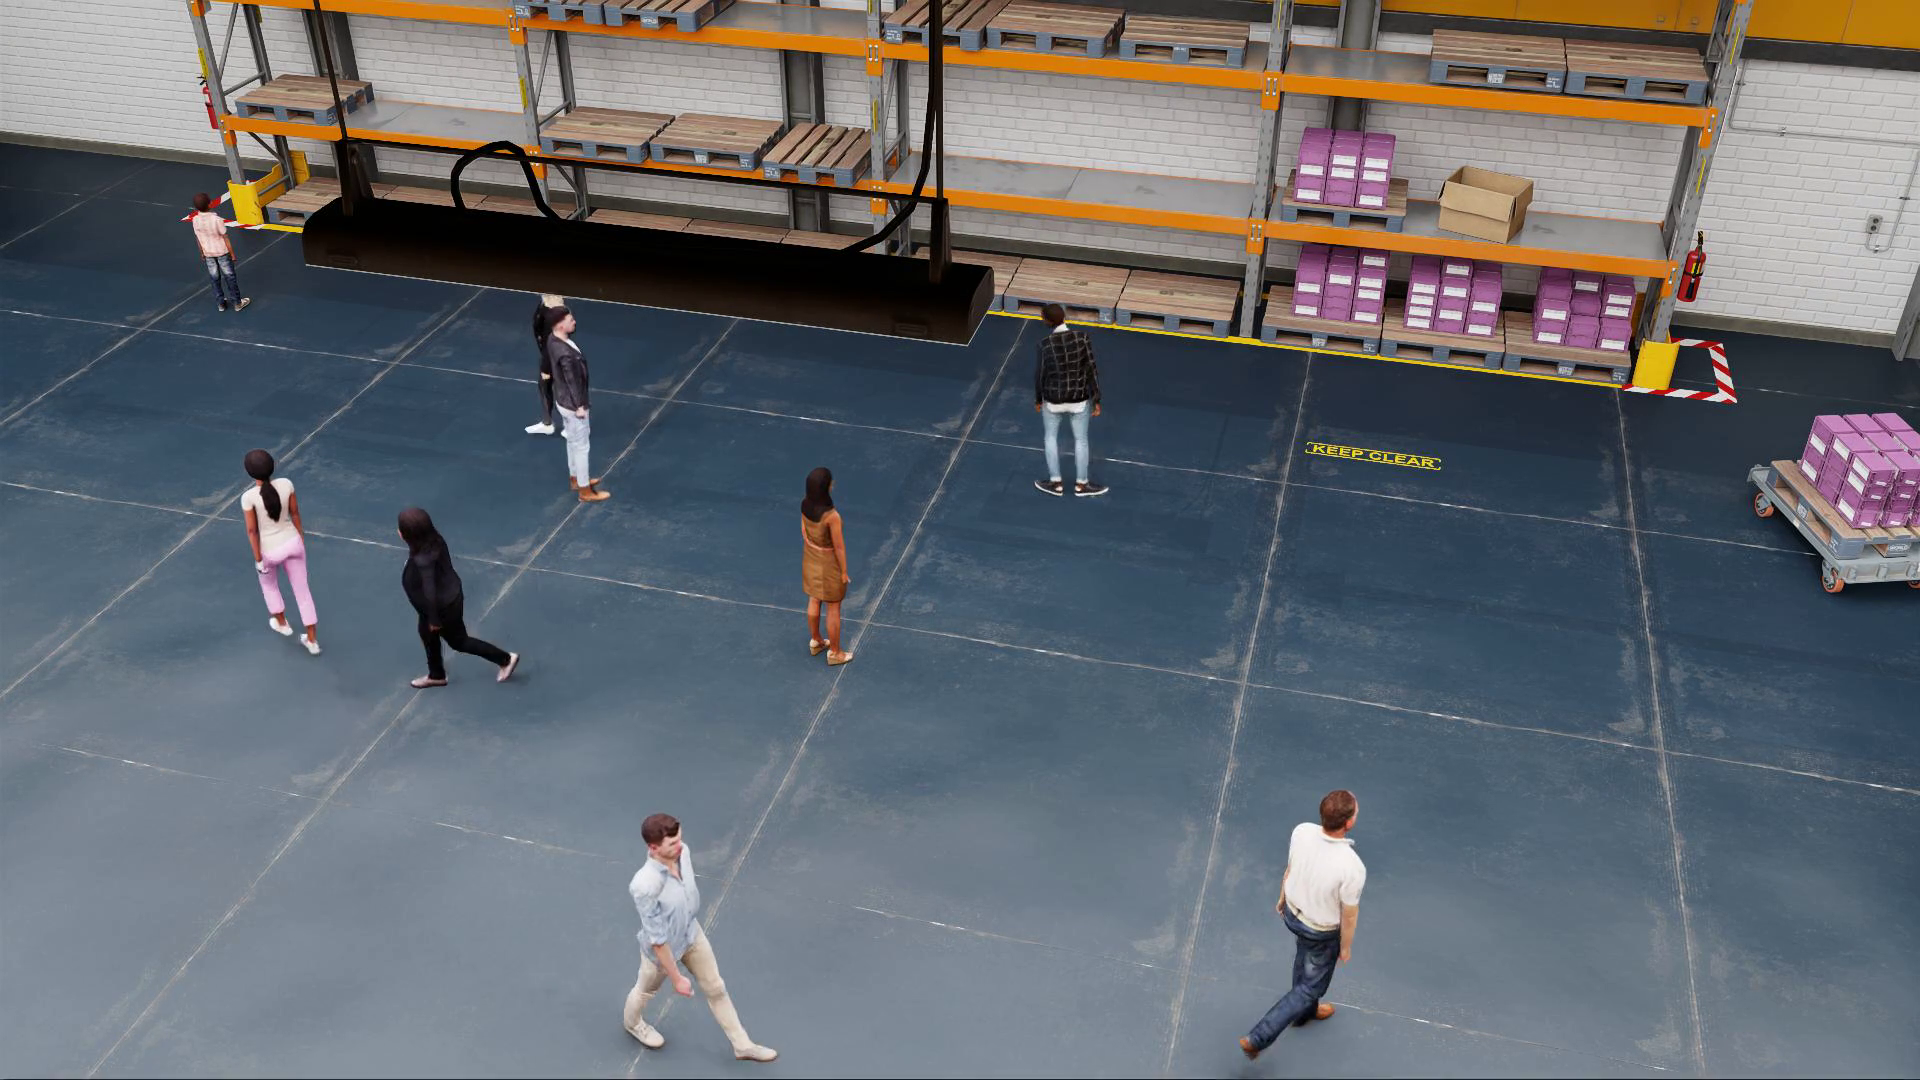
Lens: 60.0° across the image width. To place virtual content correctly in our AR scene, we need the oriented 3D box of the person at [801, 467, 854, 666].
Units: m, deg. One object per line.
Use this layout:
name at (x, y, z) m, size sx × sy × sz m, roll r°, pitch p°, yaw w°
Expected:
person at (-1.014, 0.190, 12.429) m, size 0.706 × 1.690 × 0.600 m, roll -29°, pitch 43°, yaw -36°

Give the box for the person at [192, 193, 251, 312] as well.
person at (-7.912, -3.065, 17.672) m, size 0.478 × 1.307 × 0.613 m, roll 0°, pitch 34°, yaw 0°

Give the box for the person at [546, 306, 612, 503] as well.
person at (-3.352, -1.183, 14.361) m, size 0.779 × 1.837 × 0.730 m, roll -16°, pitch 37°, yaw -23°

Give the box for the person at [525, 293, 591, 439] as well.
person at (-3.596, -1.673, 15.247) m, size 0.950 × 1.672 × 0.841 m, roll -7°, pitch 34°, yaw -10°

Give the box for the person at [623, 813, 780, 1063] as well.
person at (-1.691, 2.234, 9.255) m, size 1.267 × 1.798 × 0.833 m, roll 16°, pitch 37°, yaw 22°

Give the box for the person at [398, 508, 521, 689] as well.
person at (-3.704, 0.450, 12.128) m, size 1.129 × 1.588 × 0.991 m, roll -12°, pitch 35°, yaw -17°

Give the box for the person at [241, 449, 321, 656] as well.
person at (-5.063, 0.124, 12.503) m, size 0.825 × 1.718 × 0.947 m, roll -29°, pitch 43°, yaw -36°

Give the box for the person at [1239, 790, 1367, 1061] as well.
person at (1.908, 2.185, 9.295) m, size 1.149 × 1.835 × 1.090 m, roll -20°, pitch 38°, yaw -27°

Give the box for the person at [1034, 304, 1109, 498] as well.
person at (0.975, -1.186, 14.403) m, size 0.625 × 1.796 × 0.948 m, roll 6°, pitch 34°, yaw 9°
